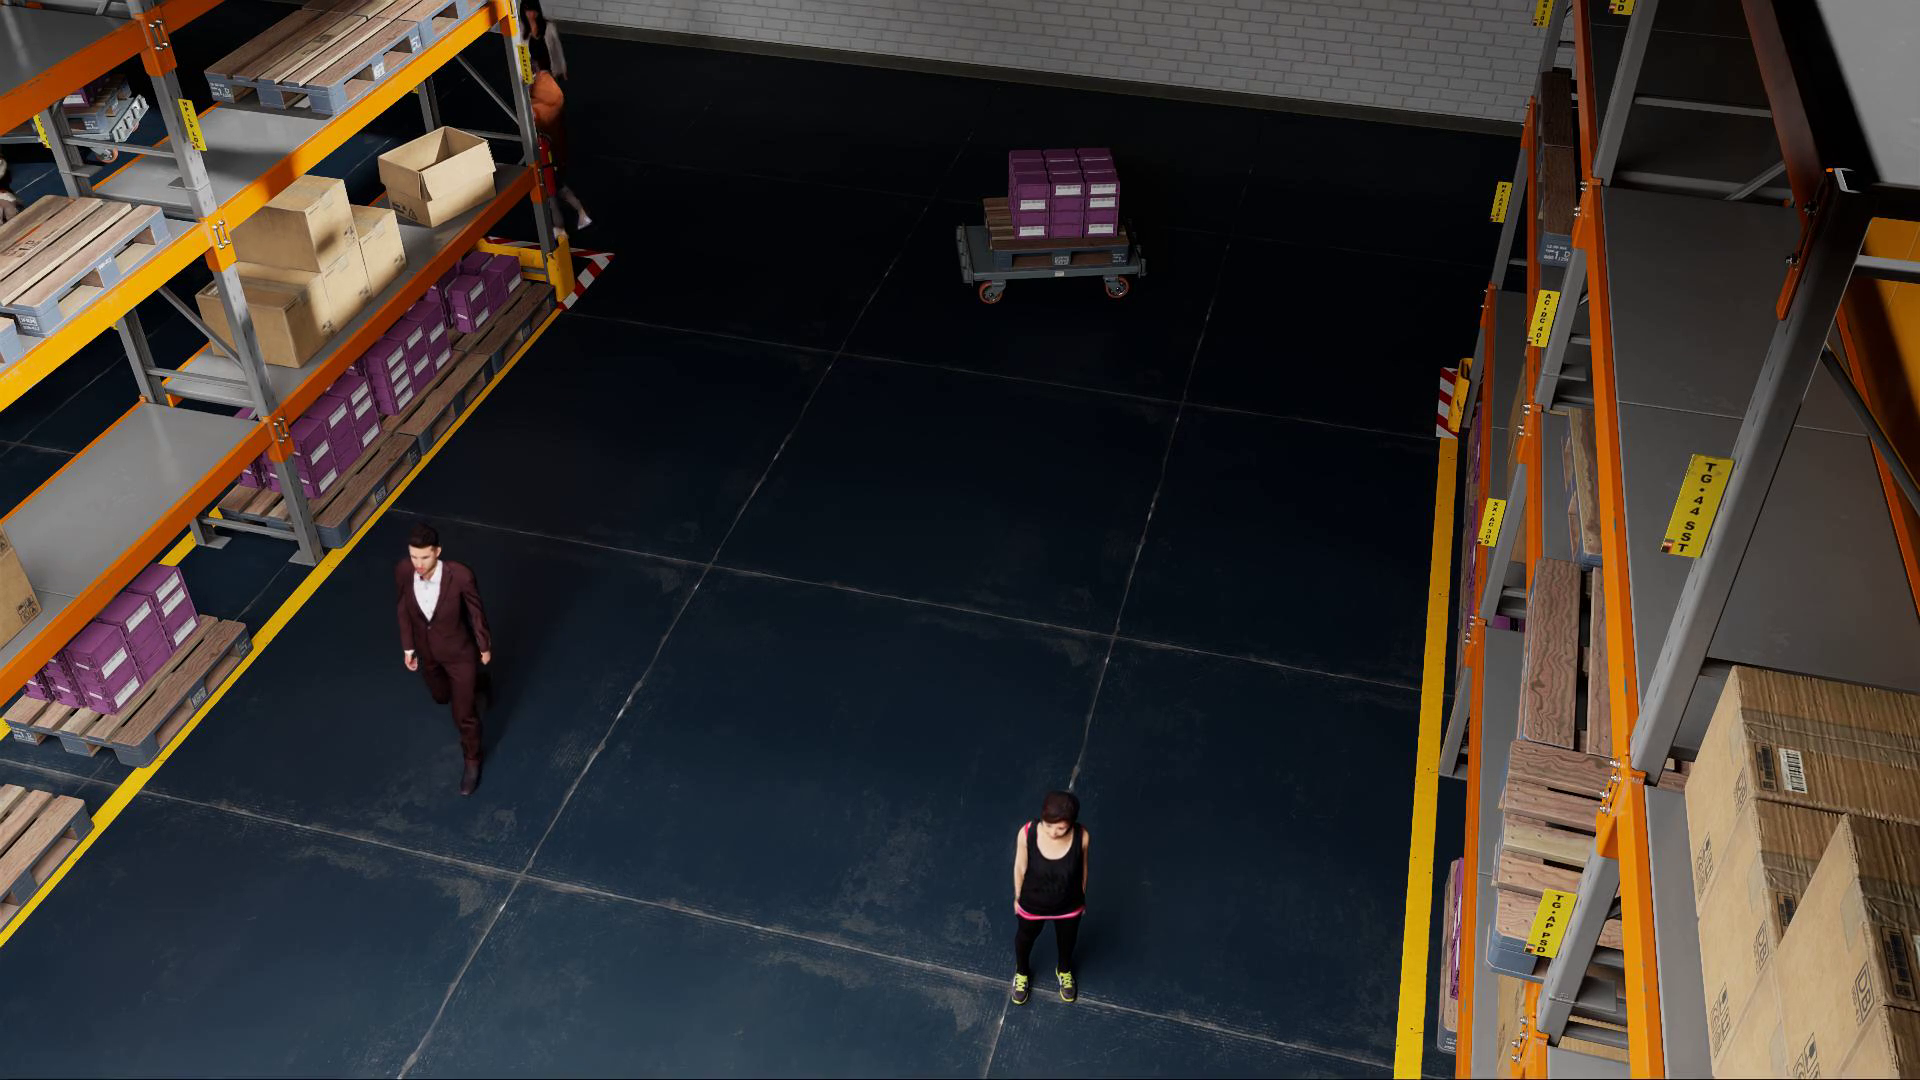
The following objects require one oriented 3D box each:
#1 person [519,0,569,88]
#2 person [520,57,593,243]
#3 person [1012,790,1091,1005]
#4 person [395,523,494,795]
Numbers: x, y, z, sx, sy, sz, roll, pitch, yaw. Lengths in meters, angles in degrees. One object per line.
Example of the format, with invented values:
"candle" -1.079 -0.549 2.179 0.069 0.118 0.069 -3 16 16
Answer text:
"person" -4.313 -4.861 17.162 0.849 1.620 0.928 -8 39 -10
"person" -3.742 -3.576 15.396 0.760 1.816 0.688 11 40 14
"person" 0.481 1.863 8.798 0.592 1.551 0.584 -1 39 -1
"person" -3.106 0.611 10.133 0.725 1.841 1.097 6 39 7
